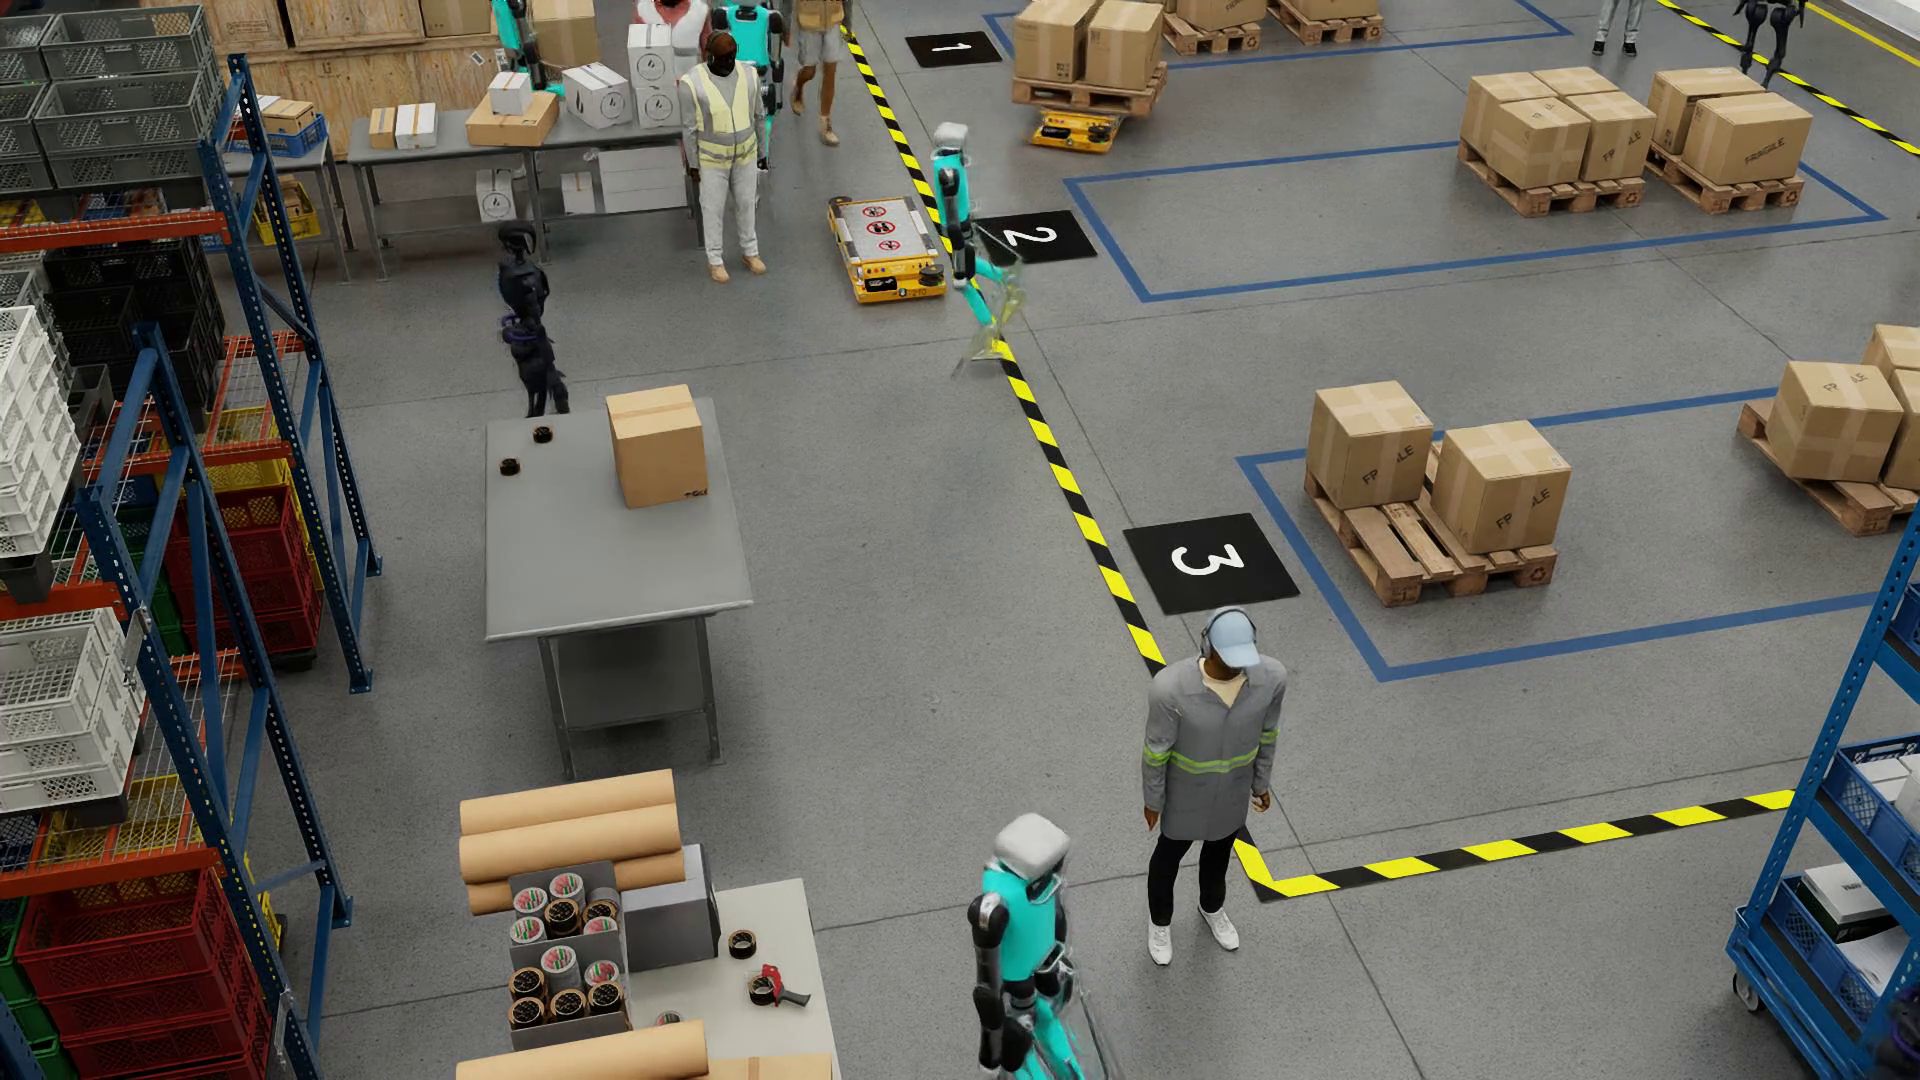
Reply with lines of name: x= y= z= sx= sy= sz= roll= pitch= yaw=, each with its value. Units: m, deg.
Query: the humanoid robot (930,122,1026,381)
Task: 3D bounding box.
humanoid robot: x=0.181 y=-1.837 z=10.817 sx=0.755 sy=1.804 sz=0.540 roll=-1 pitch=37 yaw=-1

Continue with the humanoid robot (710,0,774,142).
humanoid robot: x=-1.749 y=-4.016 z=13.745 sx=0.559 sy=1.784 sz=0.820 roll=-9 pitch=38 yaw=-12

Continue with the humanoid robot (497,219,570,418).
humanoid robot: x=-2.511 y=-1.150 z=9.923 sx=0.560 sy=1.641 sz=0.589 roll=-17 pitch=40 yaw=-21

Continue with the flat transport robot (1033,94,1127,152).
flat transport robot: x=1.132 y=-3.818 z=14.662 sx=0.652 sy=0.197 sz=1.431 roll=10 pitch=38 yaw=13

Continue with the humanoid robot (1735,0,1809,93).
humanoid robot: x=7.216 y=-4.763 z=14.780 sx=0.615 sy=1.648 sz=0.451 roll=26 pitch=44 yaw=30

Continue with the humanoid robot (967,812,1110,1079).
humanoid robot: x=0.433 y=1.823 z=5.939 sx=0.823 sy=1.870 sz=0.561 roll=23 pitch=42 yaw=28

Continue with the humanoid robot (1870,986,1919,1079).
humanoid robot: x=3.392 y=1.839 z=5.912 sx=0.400 sy=1.641 sz=0.599 roll=24 pitch=43 yaw=28

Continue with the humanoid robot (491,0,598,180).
humanoid robot: x=-3.292 y=-3.831 z=13.506 sx=1.010 sy=1.781 sz=0.534 roll=-24 pitch=43 yaw=-29

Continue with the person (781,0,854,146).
person: x=-1.203 y=-4.381 z=13.998 sx=0.683 sy=1.993 sz=0.743 roll=-15 pitch=39 yaw=-19

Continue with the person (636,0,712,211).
person: x=-2.213 y=-3.593 z=13.041 sx=0.590 sy=1.871 sz=0.736 roll=4 pitch=37 yaw=5

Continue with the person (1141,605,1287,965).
person: x=1.027 y=1.015 z=6.862 sx=0.589 sy=1.853 sz=0.370 roll=-9 pitch=38 yaw=-11

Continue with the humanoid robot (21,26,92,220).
humanoid robot: x=-6.730 y=-2.827 z=12.145 sx=1.036 sy=1.741 sz=0.530 roll=-17 pitch=40 yaw=-22

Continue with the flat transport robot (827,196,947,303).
flat transport robot: x=-0.570 y=-2.220 z=12.538 sx=0.659 sy=0.231 sz=1.431 roll=-8 pitch=37 yaw=-10

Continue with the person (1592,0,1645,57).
person: x=6.345 y=-5.463 z=15.582 sx=0.589 sy=1.837 sz=0.404 roll=6 pitch=37 yaw=7

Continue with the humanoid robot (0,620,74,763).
humanoid robot: x=-4.573 y=0.531 z=7.692 sx=0.776 sy=1.621 sz=0.585 roll=5 pitch=37 yaw=7

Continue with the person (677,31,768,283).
person: x=-1.666 y=-2.757 z=11.952 sx=0.629 sy=1.835 sz=0.429 roll=-17 pitch=40 yaw=-22

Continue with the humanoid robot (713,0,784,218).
humanoid robot: x=-1.631 y=-3.264 z=12.786 sx=0.554 sy=1.890 sz=0.667 roll=3 pitch=37 yaw=4

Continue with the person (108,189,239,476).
person: x=-4.665 y=-1.234 z=9.897 sx=0.337 sy=1.840 sz=0.506 roll=28 pitch=45 yaw=32
